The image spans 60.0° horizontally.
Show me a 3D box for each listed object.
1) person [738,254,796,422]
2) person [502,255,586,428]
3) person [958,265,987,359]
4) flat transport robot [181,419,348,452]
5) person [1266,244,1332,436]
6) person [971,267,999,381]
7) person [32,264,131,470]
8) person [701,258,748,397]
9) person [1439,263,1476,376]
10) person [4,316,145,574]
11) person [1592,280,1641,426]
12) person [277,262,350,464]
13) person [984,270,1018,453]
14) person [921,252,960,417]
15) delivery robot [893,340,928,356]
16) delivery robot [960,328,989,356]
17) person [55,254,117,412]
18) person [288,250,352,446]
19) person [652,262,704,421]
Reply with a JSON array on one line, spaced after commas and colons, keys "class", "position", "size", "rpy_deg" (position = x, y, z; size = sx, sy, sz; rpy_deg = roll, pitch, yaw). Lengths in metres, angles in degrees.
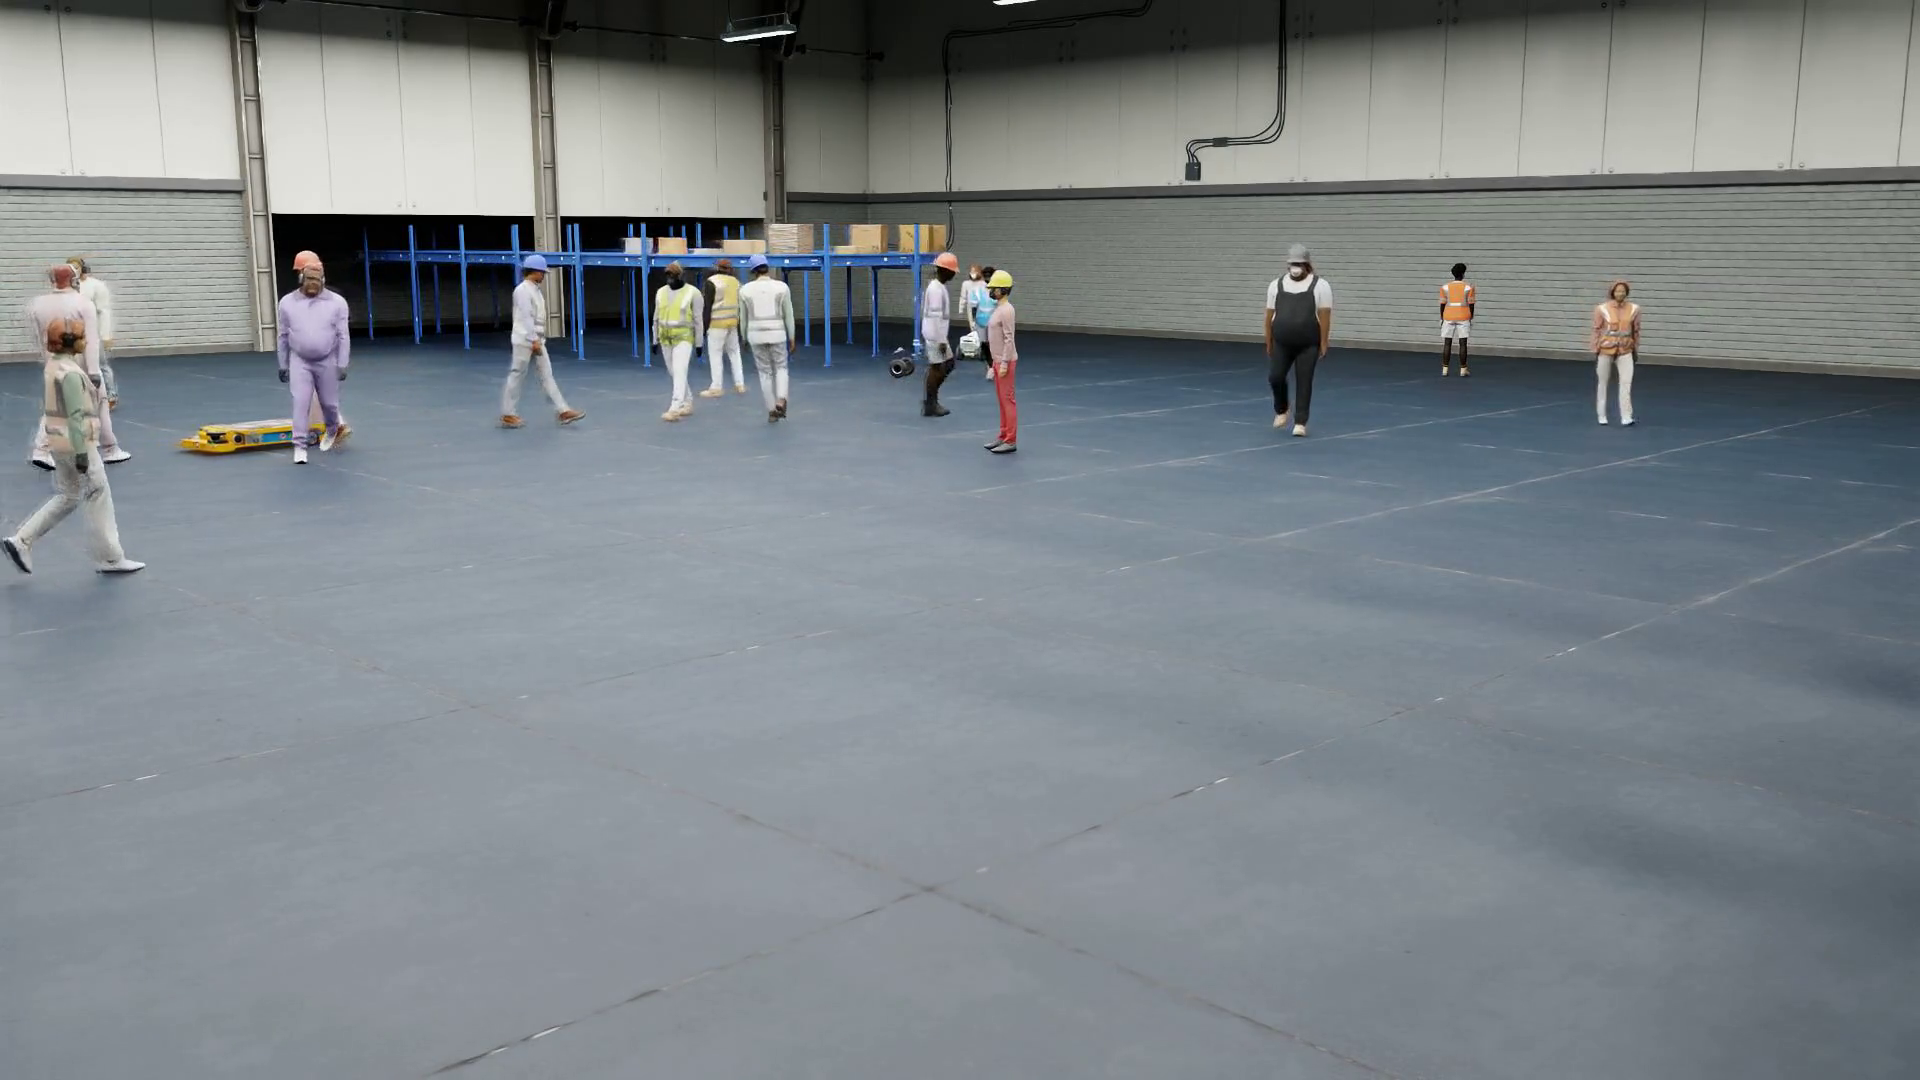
[{"class": "person", "position": [-2.189, -2.296, 18.942], "size": [0.646, 1.904, 0.483], "rpy_deg": [0, 10, -2]}, {"class": "person", "position": [-4.672, -2.191, 18.374], "size": [0.912, 1.892, 0.651], "rpy_deg": [1, 10, 8]}, {"class": "person", "position": [0.239, -3.881, 28.405], "size": [0.513, 1.599, 0.817], "rpy_deg": [4, 11, 21]}, {"class": "flat transport robot", "position": [-7.040, -1.079, 16.856], "size": [0.652, 0.197, 1.431], "rpy_deg": [8, 13, 38]}, {"class": "person", "position": [3.584, -2.124, 17.724], "size": [0.703, 2.000, 0.535], "rpy_deg": [4, 11, 21]}, {"class": "person", "position": [0.446, -3.207, 24.541], "size": [0.519, 1.661, 0.792], "rpy_deg": [3, 11, 17]}, {"class": "person", "position": [-8.132, -1.586, 15.192], "size": [0.667, 1.862, 0.998], "rpy_deg": [2, 11, 12]}, {"class": "person", "position": [-3.143, -2.824, 22.096], "size": [0.435, 1.813, 0.713], "rpy_deg": [8, 13, 37]}, {"class": "person", "position": [7.492, -3.320, 25.079], "size": [0.532, 1.693, 0.319], "rpy_deg": [5, 11, 25]}, {"class": "person", "position": [-5.523, -0.572, 10.278], "size": [0.687, 1.618, 0.516], "rpy_deg": [-9, 14, -42]}, {"class": "person", "position": [7.277, -2.055, 18.412], "size": [0.534, 1.607, 0.759], "rpy_deg": [1, 10, 8]}, {"class": "person", "position": [-6.125, -1.701, 15.785], "size": [0.665, 1.872, 0.804], "rpy_deg": [-3, 11, -17]}, {"class": "person", "position": [0.404, -1.747, 16.297], "size": [0.313, 1.771, 0.524], "rpy_deg": [-2, 11, -8]}, {"class": "person", "position": [-0.229, -2.399, 19.458], "size": [0.465, 1.909, 0.597], "rpy_deg": [1, 10, 5]}, {"class": "delivery robot", "position": [-0.653, -2.896, 25.028], "size": [0.698, 0.223, 0.335], "rpy_deg": [3, 11, 14]}, {"class": "delivery robot", "position": [0.281, -3.387, 28.412], "size": [0.477, 0.478, 0.707], "rpy_deg": [5, 11, 24]}, {"class": "person", "position": [-10.318, -2.418, 19.640], "size": [0.647, 1.893, 1.011], "rpy_deg": [0, 10, -2]}, {"class": "person", "position": [-6.473, -1.923, 16.739], "size": [0.892, 1.965, 0.626], "rpy_deg": [6, 12, 28]}, {"class": "person", "position": [-3.277, -2.330, 19.392], "size": [0.630, 1.808, 0.906], "rpy_deg": [5, 12, 26]}]
